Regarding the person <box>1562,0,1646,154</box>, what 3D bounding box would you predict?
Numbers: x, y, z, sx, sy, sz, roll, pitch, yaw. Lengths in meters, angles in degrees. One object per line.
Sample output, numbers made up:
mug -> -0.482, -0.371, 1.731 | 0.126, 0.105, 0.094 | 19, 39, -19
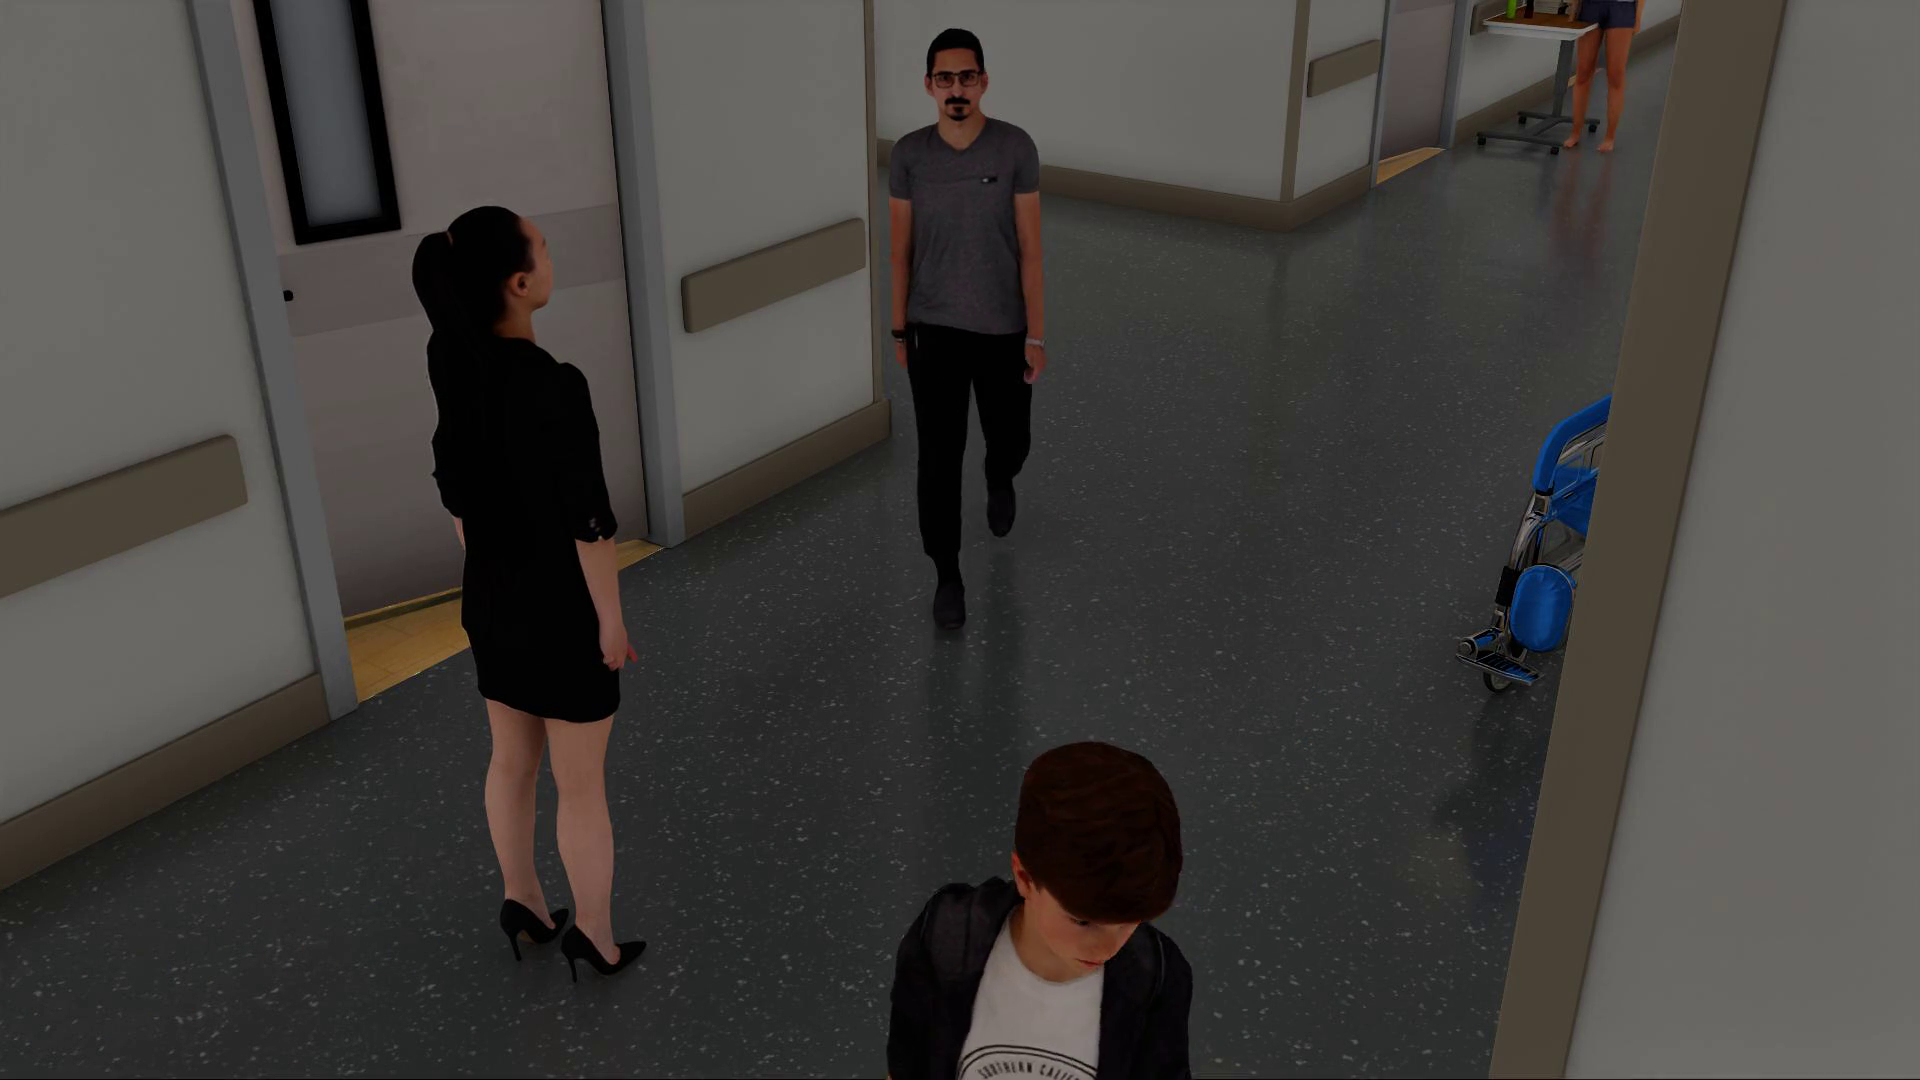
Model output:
person -> 4.206, -3.429, 10.800 | 0.587, 1.733, 0.536 | 17, 31, 31

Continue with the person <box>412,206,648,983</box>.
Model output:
person -> -0.871, 0.154, 3.413 | 0.584, 1.696, 0.507 | 17, 30, 31

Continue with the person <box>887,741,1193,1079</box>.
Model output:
person -> 0.094, 0.855, 2.263 | 0.675, 1.432, 0.705 | 5, 26, 10

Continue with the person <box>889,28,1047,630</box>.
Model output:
person -> 0.037, -0.656, 5.048 | 0.977, 1.734, 1.131 | 1, 26, 2
